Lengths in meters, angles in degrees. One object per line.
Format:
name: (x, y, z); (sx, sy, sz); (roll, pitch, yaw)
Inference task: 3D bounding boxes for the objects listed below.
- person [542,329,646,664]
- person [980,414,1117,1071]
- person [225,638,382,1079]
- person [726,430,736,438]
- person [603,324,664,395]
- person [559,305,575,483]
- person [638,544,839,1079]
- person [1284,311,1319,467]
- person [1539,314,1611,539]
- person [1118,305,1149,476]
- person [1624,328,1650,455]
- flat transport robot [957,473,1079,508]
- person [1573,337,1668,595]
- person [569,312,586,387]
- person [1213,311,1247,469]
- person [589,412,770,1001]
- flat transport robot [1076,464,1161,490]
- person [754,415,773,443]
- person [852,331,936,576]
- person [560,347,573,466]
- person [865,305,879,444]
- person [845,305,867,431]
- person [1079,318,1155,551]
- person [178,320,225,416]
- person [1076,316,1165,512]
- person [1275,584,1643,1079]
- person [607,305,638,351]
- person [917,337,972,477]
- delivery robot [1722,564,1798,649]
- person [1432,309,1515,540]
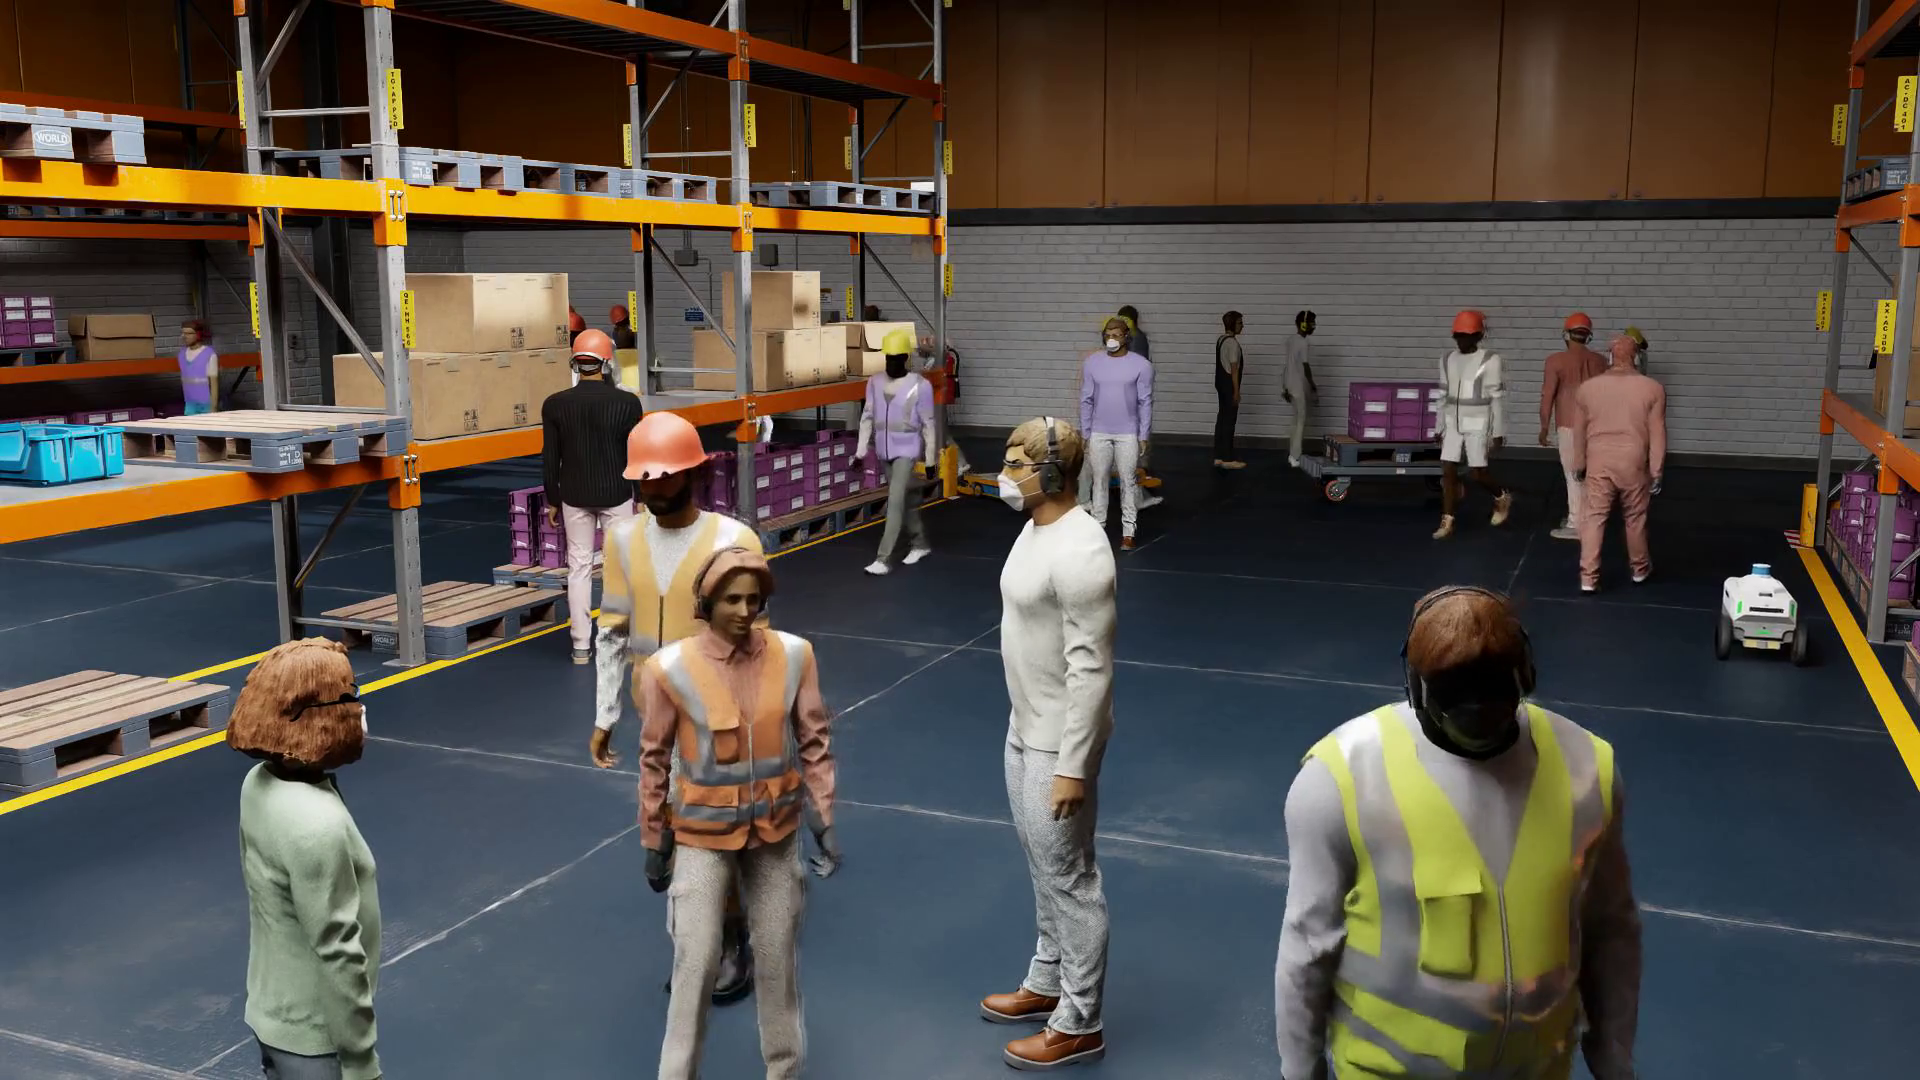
person: (-2.160, -0.251, 9.901); (0.612, 1.996, 0.388); (0, 9, -3)
person: (0.273, 0.594, 4.953); (0.356, 1.938, 0.637); (-2, 10, -10)
person: (-1.299, 1.002, 3.399); (0.280, 1.634, 0.498); (-7, 12, -37)
person: (-3.065, -2.322, 22.915); (0.429, 1.845, 0.621); (0, 9, 3)
person: (-3.259, -1.259, 16.630); (0.657, 1.798, 0.973); (-4, 10, -25)
person: (-3.976, -1.398, 16.847); (0.375, 1.997, 0.612); (6, 11, 31)
person: (-0.608, 0.818, 4.535); (0.523, 1.627, 0.381); (-5, 11, -29)
person: (4.017, -1.778, 19.636); (0.374, 1.843, 0.539); (-1, 9, -4)
person: (5.407, -0.996, 14.588); (0.629, 1.954, 0.683); (-2, 10, -14)
person: (1.875, -1.662, 18.639); (0.567, 1.923, 0.650); (4, 10, 25)
person: (7.470, -1.501, 18.407); (0.560, 1.691, 0.601); (-4, 10, -22)
flat transport robot: (0.616, -0.524, 16.770); (0.652, 0.197, 1.431); (-6, 11, -31)
person: (4.811, -0.548, 12.130); (0.678, 1.850, 1.010); (6, 11, 34)
person: (-3.545, -1.118, 15.319); (0.545, 1.942, 0.354); (6, 11, 30)
person: (3.162, -1.757, 19.476); (0.333, 1.844, 0.514); (-2, 10, -11)
person: (-0.892, 0.542, 5.346); (0.549, 1.915, 0.481); (4, 10, 23)
flat transport robot: (1.357, -0.650, 17.529); (1.431, 0.197, 0.652); (-6, 11, -31)
person: (-2.174, -1.600, 18.555); (0.761, 1.842, 0.541); (-5, 11, -27)
person: (-0.486, -0.687, 12.927); (0.592, 1.875, 1.006); (7, 12, 35)
person: (-3.573, -0.979, 15.372); (0.523, 1.643, 0.306); (5, 11, 29)
person: (-1.057, -2.106, 21.539); (0.608, 1.863, 0.431); (5, 11, 28)
person: (-1.425, -2.307, 22.819); (0.366, 1.853, 0.520); (-2, 10, -9)
person: (1.293, -0.876, 13.862); (0.631, 1.940, 0.372); (3, 10, 19)
person: (-8.111, -1.472, 17.896); (0.575, 1.801, 0.956); (4, 10, 22)
person: (1.532, -1.201, 15.998); (0.927, 1.880, 0.600); (-3, 10, -20)
person: (0.915, 0.954, 3.178); (0.677, 1.815, 0.612); (-1, 9, -8)
person: (-4.248, -2.059, 21.239); (0.573, 1.895, 0.918); (-5, 11, -28)
person: (-0.270, -1.458, 18.437); (0.866, 1.598, 0.516); (-1, 9, -9)
delivery robot: (4.853, 0.387, 10.102); (0.477, 0.478, 0.707); (3, 10, 19)
person: (4.475, -1.010, 14.478); (0.791, 2.011, 0.650); (-8, 12, -39)
